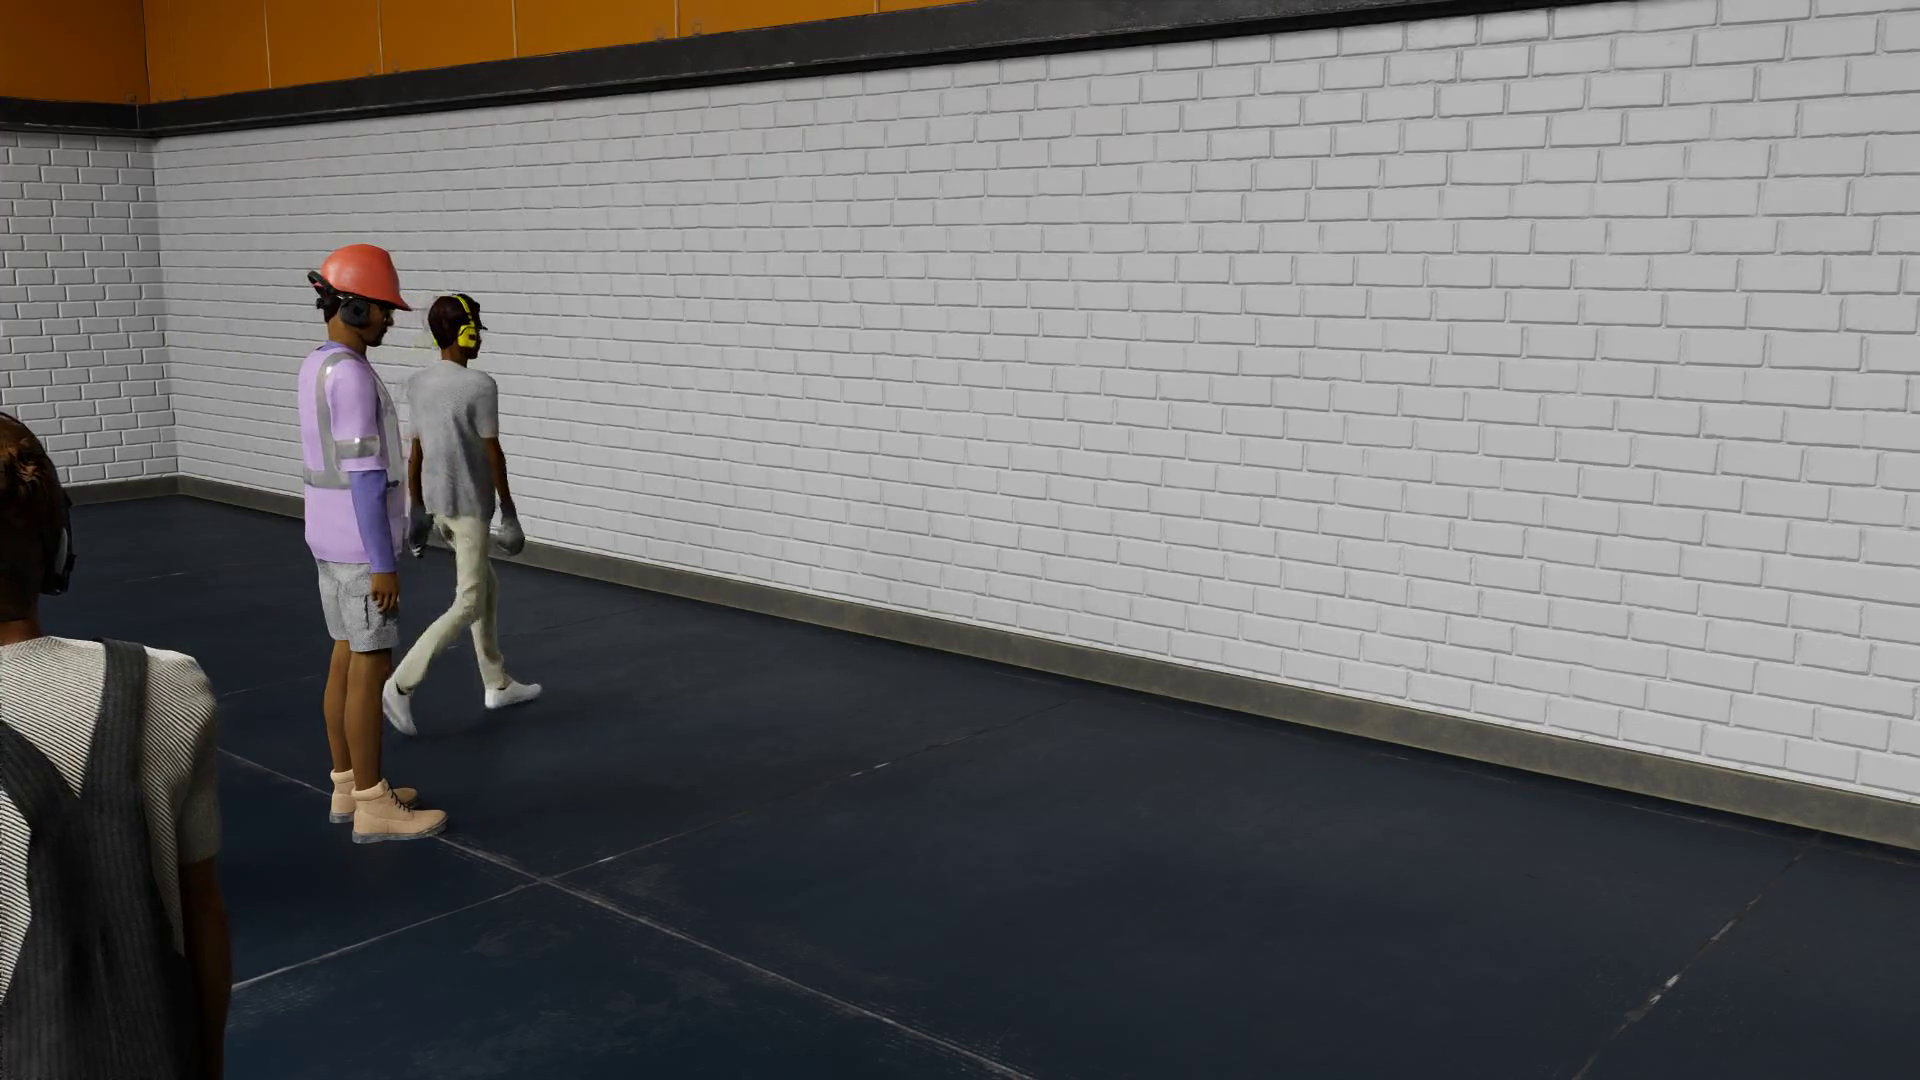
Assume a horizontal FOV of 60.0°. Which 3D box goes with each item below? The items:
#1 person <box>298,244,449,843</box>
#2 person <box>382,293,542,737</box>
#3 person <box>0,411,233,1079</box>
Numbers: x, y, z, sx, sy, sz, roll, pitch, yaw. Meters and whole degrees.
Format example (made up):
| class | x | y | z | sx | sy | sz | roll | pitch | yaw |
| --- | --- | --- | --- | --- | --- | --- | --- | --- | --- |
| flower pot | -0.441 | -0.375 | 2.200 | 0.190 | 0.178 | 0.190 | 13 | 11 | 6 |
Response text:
| class | x | y | z | sx | sy | sz | roll | pitch | yaw |
| --- | --- | --- | --- | --- | --- | --- | --- | --- | --- |
| person | -2.036 | 0.015 | 5.716 | 0.386 | 2.034 | 0.604 | -7 | 12 | -33 |
| person | -2.147 | -0.111 | 7.015 | 0.505 | 1.832 | 0.892 | 7 | 12 | 36 |
| person | -1.110 | 0.758 | 2.021 | 0.343 | 1.847 | 0.506 | 5 | 11 | 27 |
